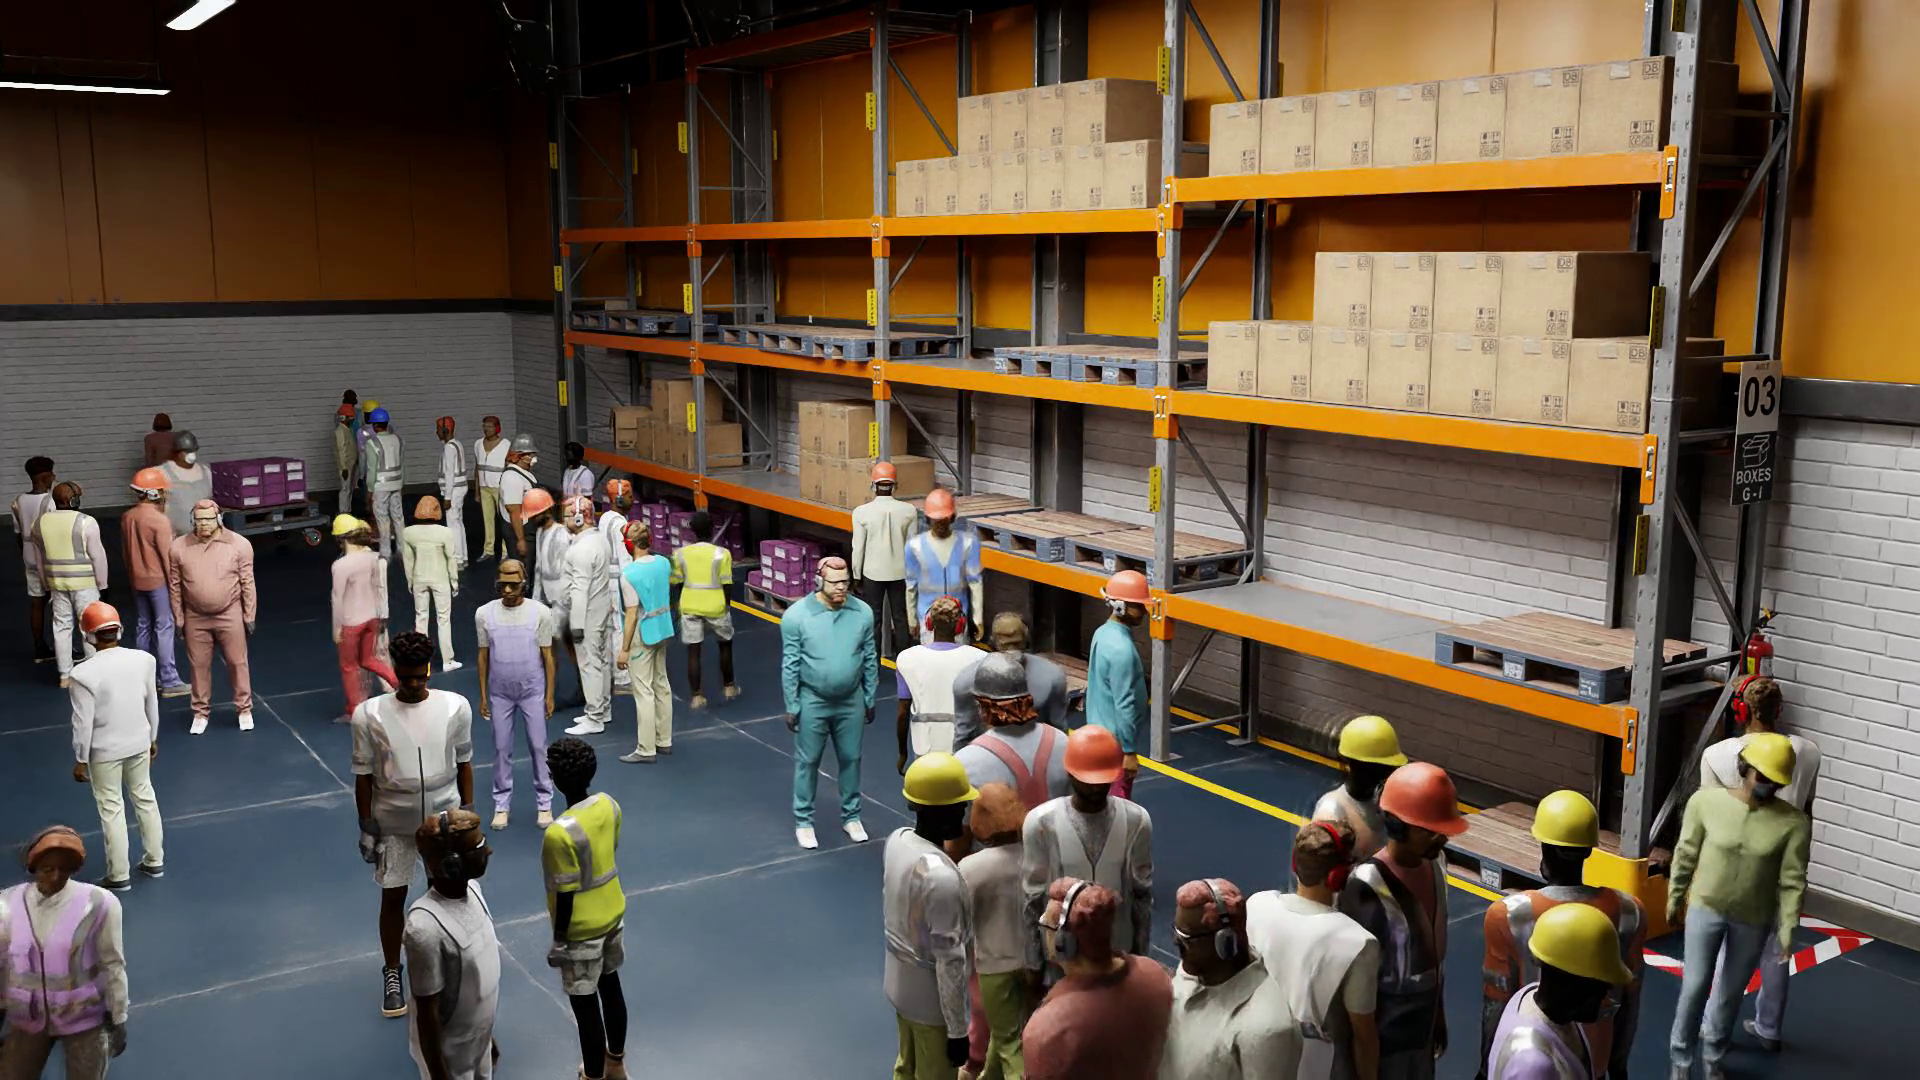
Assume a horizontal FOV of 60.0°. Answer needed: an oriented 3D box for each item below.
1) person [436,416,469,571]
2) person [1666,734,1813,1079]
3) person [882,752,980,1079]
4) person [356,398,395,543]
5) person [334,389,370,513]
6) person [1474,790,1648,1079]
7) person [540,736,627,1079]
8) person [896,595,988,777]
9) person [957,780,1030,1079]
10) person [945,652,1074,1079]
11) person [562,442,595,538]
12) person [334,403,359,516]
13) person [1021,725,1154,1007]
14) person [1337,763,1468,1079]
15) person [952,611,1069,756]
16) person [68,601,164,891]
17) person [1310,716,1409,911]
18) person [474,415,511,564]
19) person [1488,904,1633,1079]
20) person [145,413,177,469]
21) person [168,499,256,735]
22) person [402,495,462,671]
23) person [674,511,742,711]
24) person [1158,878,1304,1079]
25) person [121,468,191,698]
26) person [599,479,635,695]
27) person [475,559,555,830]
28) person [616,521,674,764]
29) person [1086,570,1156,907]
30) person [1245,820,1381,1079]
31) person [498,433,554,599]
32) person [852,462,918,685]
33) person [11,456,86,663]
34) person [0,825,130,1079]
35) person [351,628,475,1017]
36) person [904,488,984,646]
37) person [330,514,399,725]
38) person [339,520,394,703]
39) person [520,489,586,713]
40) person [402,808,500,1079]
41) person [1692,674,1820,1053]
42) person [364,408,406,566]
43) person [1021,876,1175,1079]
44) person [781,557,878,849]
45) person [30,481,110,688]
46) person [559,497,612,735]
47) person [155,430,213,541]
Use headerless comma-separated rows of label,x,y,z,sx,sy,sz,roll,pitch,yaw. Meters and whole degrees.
person,-6.180,-0.567,20.236,0.368,1.878,0.584,-2,10,-9
person,3.470,1.683,7.452,0.556,1.729,0.553,4,10,22
person,-0.105,1.756,6.441,0.368,1.928,0.585,-4,11,-24
person,-7.775,-0.918,22.130,0.362,1.930,0.587,5,11,29
person,-9.003,-1.314,24.701,0.505,1.847,0.344,-5,11,-27
person,2.132,1.836,5.972,0.588,1.927,0.365,-1,10,-6
person,-1.676,1.703,7.420,0.322,1.699,0.535,3,10,15
person,-0.088,1.240,9.708,0.571,1.843,0.373,1,10,3
person,0.212,1.817,7.086,0.509,1.589,0.833,-6,11,-32
person,0.189,1.495,7.642,0.684,2.000,0.535,-6,11,-31
person,-4.399,-0.295,19.183,0.319,1.690,0.530,-9,13,-44
person,-8.613,-1.052,23.441,0.339,1.747,0.573,-2,10,-10
person,0.529,1.689,6.846,0.544,1.929,0.385,-1,10,-6
person,1.603,1.779,6.026,0.410,2.030,0.612,9,13,42
person,0.269,1.290,9.236,0.651,1.913,0.638,-1,10,-5
person,-5.105,1.232,10.033,0.342,1.747,0.571,5,11,26
person,1.705,1.663,7.137,1.017,1.872,0.607,9,13,41
person,-5.786,-0.635,20.702,0.566,1.850,0.389,3,10,18
person,1.768,2.006,5.024,0.398,1.914,0.587,4,11,24
person,-11.102,-0.961,23.256,0.534,1.632,0.290,-4,11,-24
person,-5.951,0.612,13.266,0.642,1.899,0.394,-2,10,-14
person,-4.842,0.401,15.260,0.501,1.633,0.279,1,10,4
person,-2.139,0.580,14.105,0.539,1.662,0.709,2,10,9
person,0.794,1.979,5.241,0.402,1.896,0.652,-3,10,-18
person,-6.960,0.369,14.386,0.613,1.994,0.382,5,11,27
person,-2.966,0.403,14.513,0.339,1.882,0.584,-5,11,-27
person,-2.941,1.021,11.040,0.502,1.837,0.349,-1,10,-5
person,-2.355,0.770,12.492,0.388,1.837,0.563,4,10,22
person,0.936,1.159,9.764,0.392,1.989,0.610,-1,10,-7
person,1.222,1.893,5.887,0.373,1.841,0.570,-8,13,-41
person,-4.400,-0.084,16.912,0.535,2.000,0.681,-1,10,-6
person,-0.666,0.298,14.804,0.618,1.994,0.380,-3,10,-17
person,-8.514,0.188,15.527,0.606,1.967,0.367,3,10,19
person,-3.544,1.890,6.571,0.552,1.613,0.400,-1,10,-6
person,-2.737,1.407,8.399,0.604,1.959,0.378,-5,11,-29
person,-0.144,0.560,13.224,0.614,2.015,0.836,-1,10,-8
person,-4.809,0.657,13.454,0.615,1.744,0.520,2,10,13
person,-4.964,0.639,13.869,0.514,1.631,0.312,5,11,26
person,-3.428,0.508,13.884,0.800,1.882,0.568,-6,11,-31
person,-1.807,1.867,6.030,0.335,1.846,0.513,0,10,2
person,3.770,1.552,7.917,0.560,1.836,0.393,0,10,-3
person,-7.110,-0.658,20.552,0.398,1.945,0.616,4,11,25
person,0.434,1.982,5.219,0.665,1.888,0.503,-9,13,-44
person,-0.826,1.041,10.741,0.650,1.900,0.400,-4,10,-20
person,-7.793,0.400,14.658,0.627,1.844,0.429,1,10,4
person,-3.002,0.600,13.318,0.399,1.900,0.644,0,10,1
person,-8.162,-0.178,17.460,0.876,2.000,0.676,8,13,40
